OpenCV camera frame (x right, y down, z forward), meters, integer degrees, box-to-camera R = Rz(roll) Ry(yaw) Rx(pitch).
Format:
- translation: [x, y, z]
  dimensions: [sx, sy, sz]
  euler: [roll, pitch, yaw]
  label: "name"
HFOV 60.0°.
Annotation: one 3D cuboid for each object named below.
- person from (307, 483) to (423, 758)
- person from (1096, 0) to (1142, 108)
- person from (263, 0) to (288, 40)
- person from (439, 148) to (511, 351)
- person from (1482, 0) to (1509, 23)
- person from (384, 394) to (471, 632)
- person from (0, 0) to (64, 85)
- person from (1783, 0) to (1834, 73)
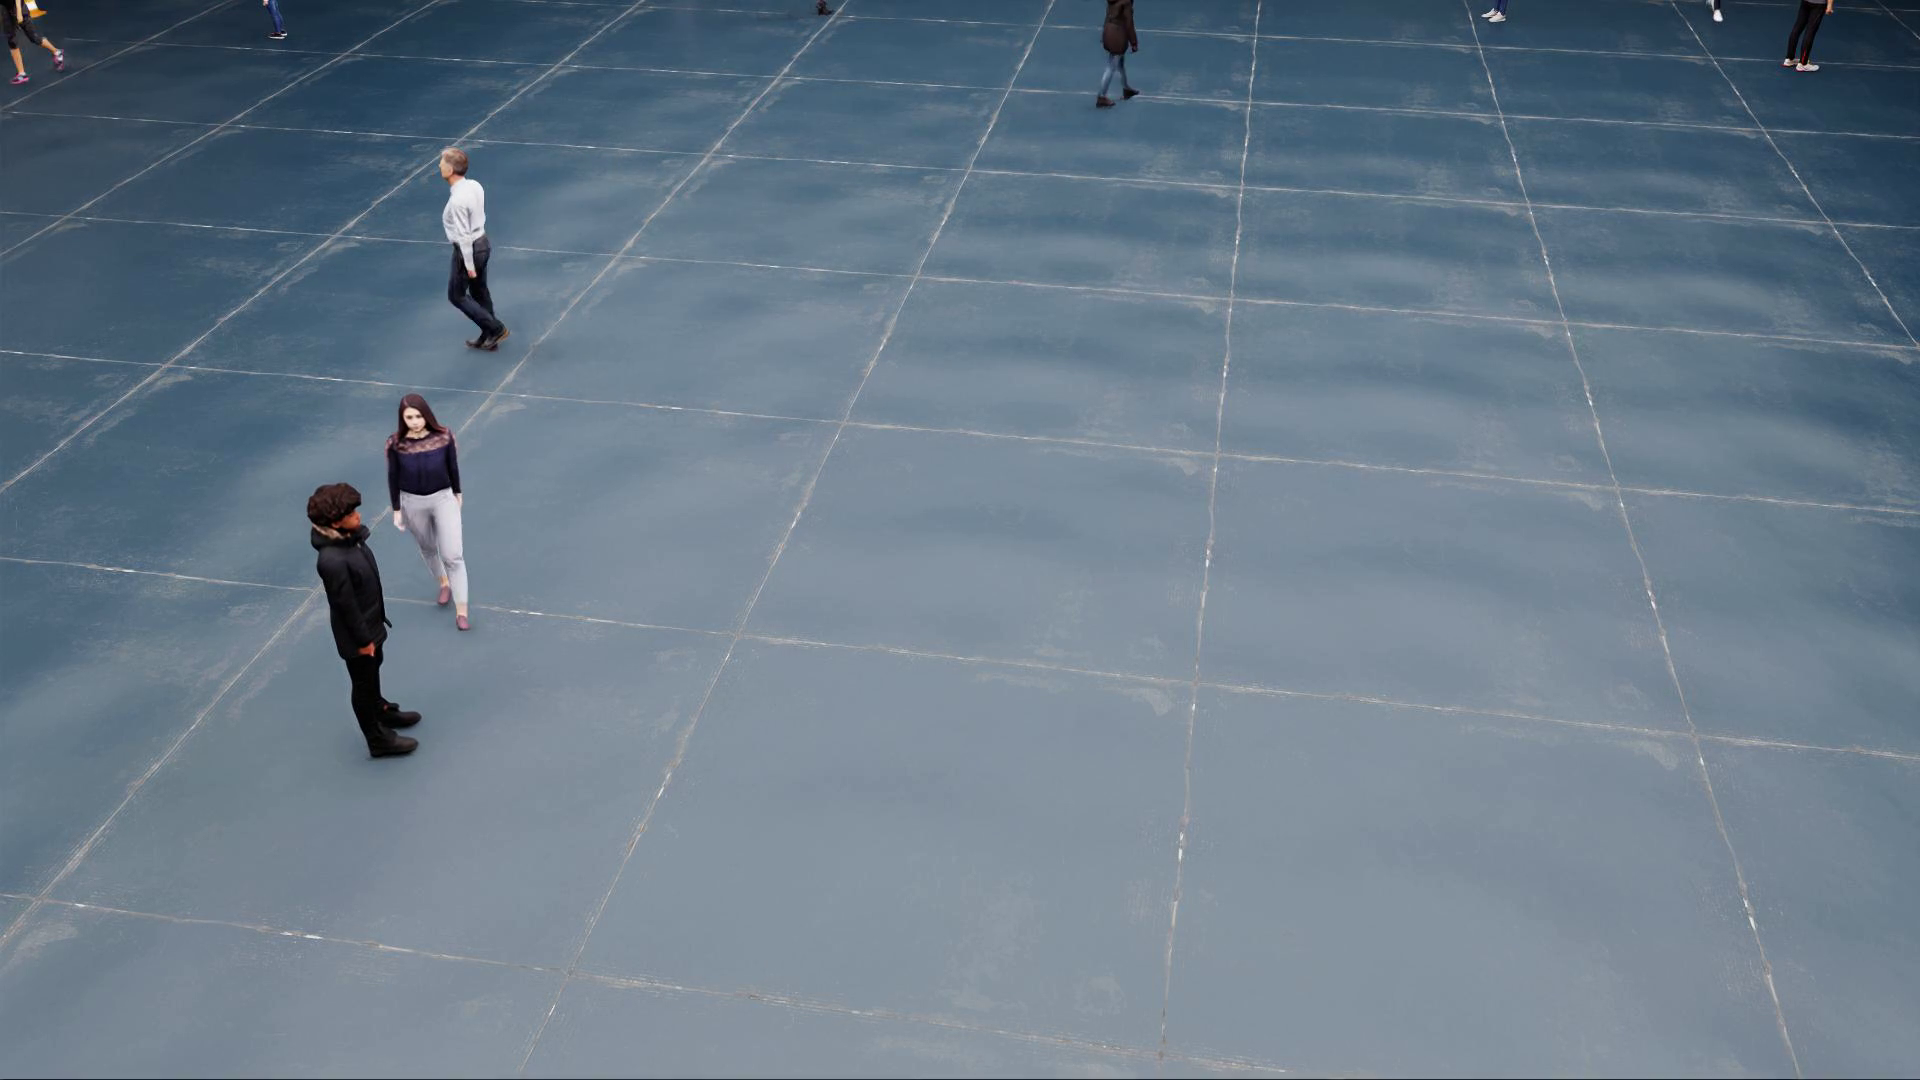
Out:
- translation: [-3.469, 0.457, 9.553]
  dimensions: [0.693, 1.774, 0.697]
  euler: [-5, 33, -8]
  label: "person"
- translation: [1.806, -5.984, 19.919]
  dimensions: [1.026, 1.609, 0.914]
  euler: [-13, 35, -20]
  label: "person"
- translation: [-9.409, -7.432, 22.680]
  dimensions: [0.514, 1.112, 0.480]
  euler: [-2, 32, -3]
  label: "person"
- translation: [-4.080, -2.432, 14.102]
  dimensions: [0.678, 1.808, 0.638]
  euler: [5, 33, 8]
  label: "person"
- translation: [7.645, -8.166, 23.253]
  dimensions: [0.576, 1.742, 0.618]
  euler: [-2, 32, -2]
  label: "person"
- translation: [-3.460, -0.225, 10.817]
  dimensions: [0.970, 1.579, 0.896]
  euler: [-8, 33, -12]
  label: "person"
- translation: [-11.798, -6.656, 20.896]
  dimensions: [1.038, 1.702, 0.722]
  euler: [11, 34, 16]
  label: "person"
- translation: [10.925, -6.914, 21.247]
  dimensions: [0.696, 1.764, 0.719]
  euler: [-8, 33, -13]
  label: "person"
